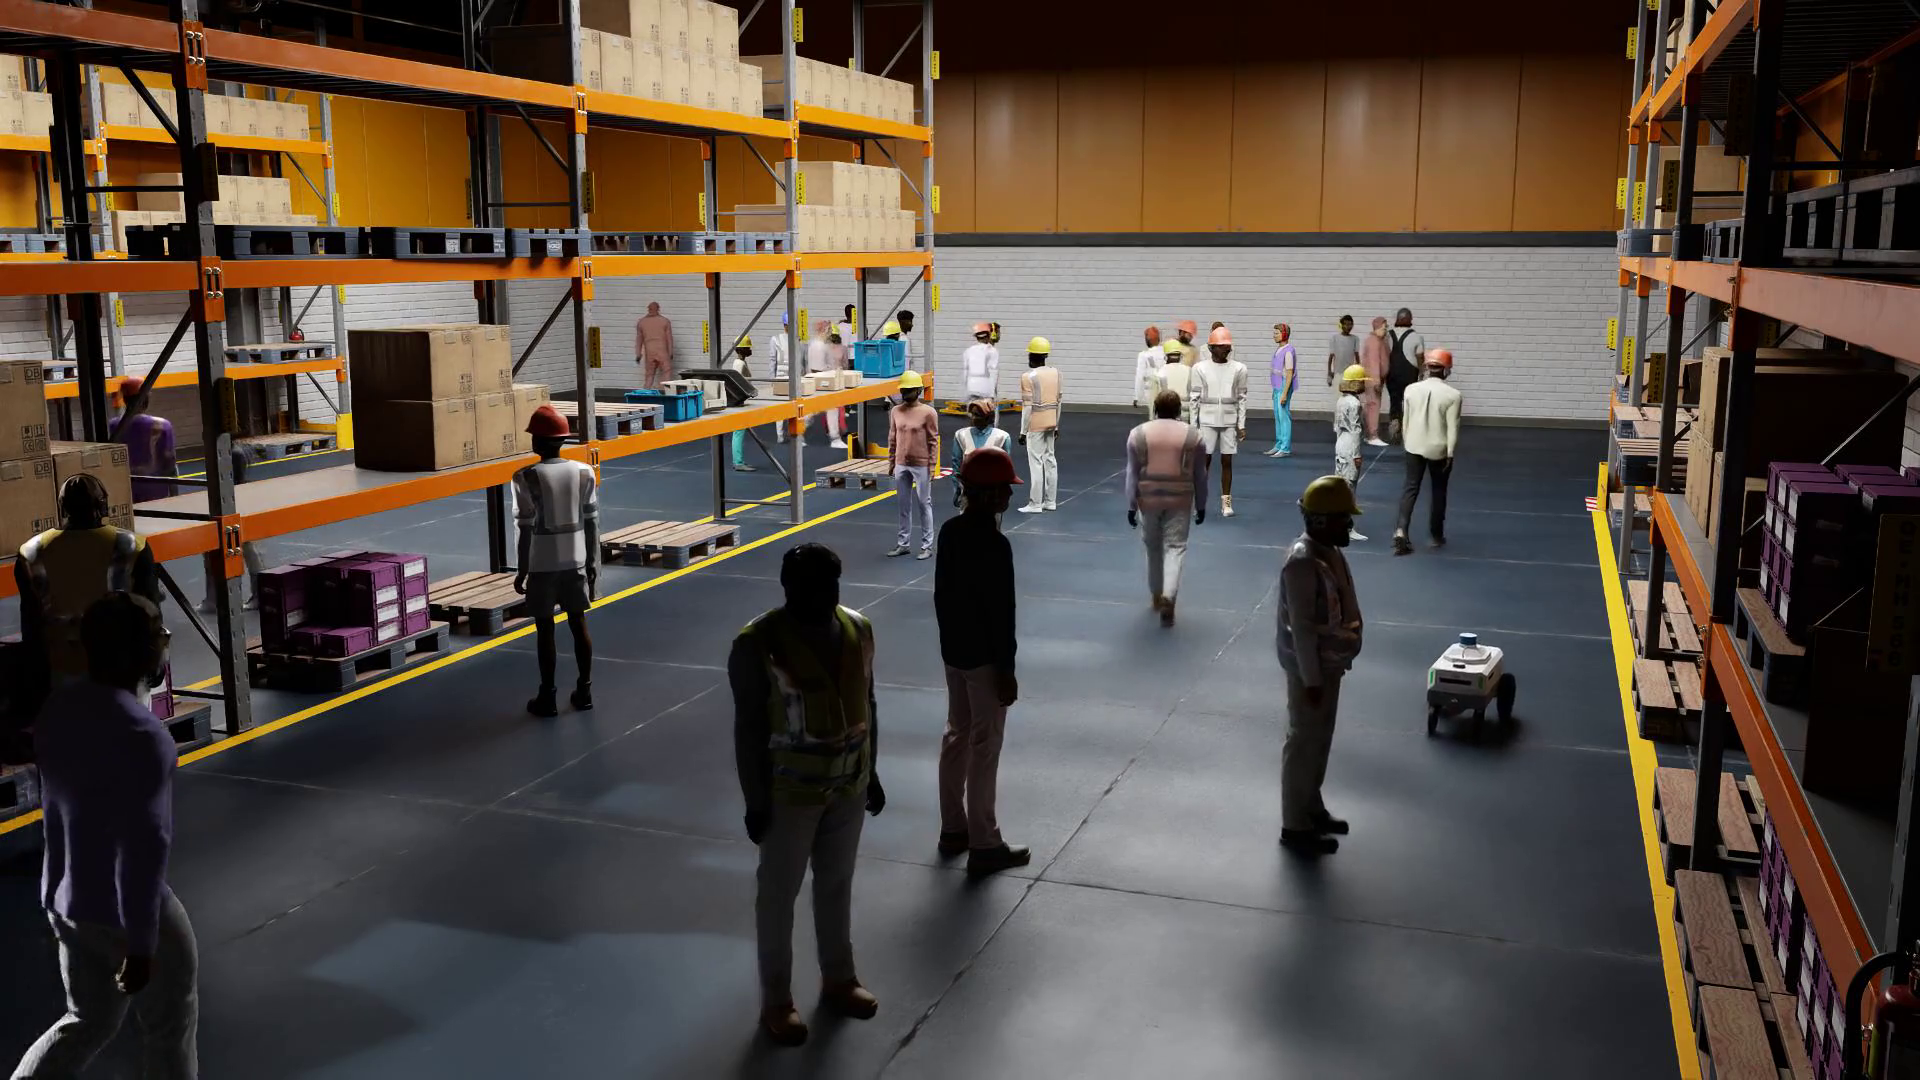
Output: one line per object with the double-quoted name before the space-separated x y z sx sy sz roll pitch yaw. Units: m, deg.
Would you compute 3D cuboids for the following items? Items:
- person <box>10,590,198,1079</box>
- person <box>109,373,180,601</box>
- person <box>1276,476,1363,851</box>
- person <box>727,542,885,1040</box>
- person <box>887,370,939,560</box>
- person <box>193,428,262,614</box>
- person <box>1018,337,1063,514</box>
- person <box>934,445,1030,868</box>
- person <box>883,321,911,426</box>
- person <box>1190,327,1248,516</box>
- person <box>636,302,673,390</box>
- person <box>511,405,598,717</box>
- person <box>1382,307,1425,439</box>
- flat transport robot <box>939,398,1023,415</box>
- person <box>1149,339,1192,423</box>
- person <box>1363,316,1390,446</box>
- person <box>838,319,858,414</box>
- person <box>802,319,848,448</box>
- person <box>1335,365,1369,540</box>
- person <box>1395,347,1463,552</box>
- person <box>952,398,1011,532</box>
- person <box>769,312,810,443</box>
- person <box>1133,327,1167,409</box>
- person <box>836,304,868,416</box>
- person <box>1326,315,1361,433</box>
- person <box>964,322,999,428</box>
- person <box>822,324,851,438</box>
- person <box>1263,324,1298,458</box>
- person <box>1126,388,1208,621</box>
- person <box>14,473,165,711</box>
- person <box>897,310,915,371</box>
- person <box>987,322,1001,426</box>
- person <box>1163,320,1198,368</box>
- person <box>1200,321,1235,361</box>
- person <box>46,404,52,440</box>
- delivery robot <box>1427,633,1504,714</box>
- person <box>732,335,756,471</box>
"person" -2.605 1.111 4.933 0.639 1.916 0.793 7 12 33
"person" -6.539 -0.369 13.279 0.547 1.917 0.746 -2 10 -11
"person" 1.746 0.591 8.095 0.403 1.829 0.598 5 11 26
"person" -0.546 0.919 6.221 0.639 1.843 0.429 -8 13 -40
"person" -0.449 -0.697 15.518 0.533 1.768 0.311 6 12 30
"person" -5.838 -0.200 13.139 0.515 1.605 0.687 6 12 32
"person" 0.868 -1.249 18.164 0.588 1.930 0.361 -10 14 -44
"person" 0.107 0.543 7.890 0.397 1.992 0.621 -5 11 -27
"person" -0.854 -1.912 21.918 0.383 1.923 0.590 4 11 23
"person" 2.784 -1.266 17.936 0.615 2.043 0.377 1 10 4
"person" -5.523 -3.390 30.396 0.858 1.878 0.545 2 10 9
"person" -2.530 0.131 10.373 0.551 1.936 0.356 -8 13 -37
"person" 6.584 -2.491 24.846 0.717 2.000 0.746 8 13 38
"flat transport robot" 0.391 -2.329 28.921 1.431 0.197 0.652 -9 13 -40
"person" 2.510 -1.456 19.649 0.588 1.823 0.406 -2 10 -13
"person" 6.026 -2.335 24.443 0.594 1.891 0.771 4 11 19
"person" -2.010 -3.011 28.904 0.310 1.642 0.514 -8 13 -37
"person" -2.041 -2.254 24.039 0.849 1.872 0.687 -1 10 -5
"person" 3.900 -0.873 16.576 0.295 1.744 0.484 -1 10 -7
"person" 4.456 -0.858 15.913 0.596 1.958 0.921 7 12 34
"person" 0.183 -0.387 14.139 0.514 1.635 0.314 2 10 12
"person" -2.518 -2.403 24.614 0.609 1.948 0.389 -4 11 -21
"person" 2.667 -1.964 22.520 0.612 1.830 1.004 -6 12 -31
"person" -1.851 -3.061 28.418 0.588 1.913 0.390 -2 10 -11
"person" 6.009 -2.566 25.827 0.512 1.852 0.570 -3 11 -19
"person" 0.288 -1.991 22.450 0.561 1.883 0.831 5 11 27
"person" -1.911 -2.404 25.229 0.549 1.717 0.876 -4 11 -20
"person" 4.447 -2.050 22.921 0.388 1.843 0.565 -1 10 -5
"person" 1.620 -0.284 13.084 0.633 1.814 0.852 2 10 10
"person" -4.197 0.589 8.093 0.626 1.836 0.428 -2 10 -10
"person" -0.855 -2.451 24.838 0.363 1.962 0.612 -4 11 -21
"person" 0.421 -2.066 22.947 0.335 1.867 0.534 -3 11 -18
"person" 3.056 -2.158 23.438 0.562 1.888 0.906 -1 10 -6
"person" 3.665 -2.184 23.683 0.506 1.842 0.346 2 10 13
"person" -9.693 -0.973 17.314 0.595 1.695 0.391 4 11 23
"delivery robot" 3.092 0.813 10.158 0.477 0.478 0.707 5 11 27
"person" -2.819 -1.777 21.598 0.324 1.769 0.523 -2 10 -10
